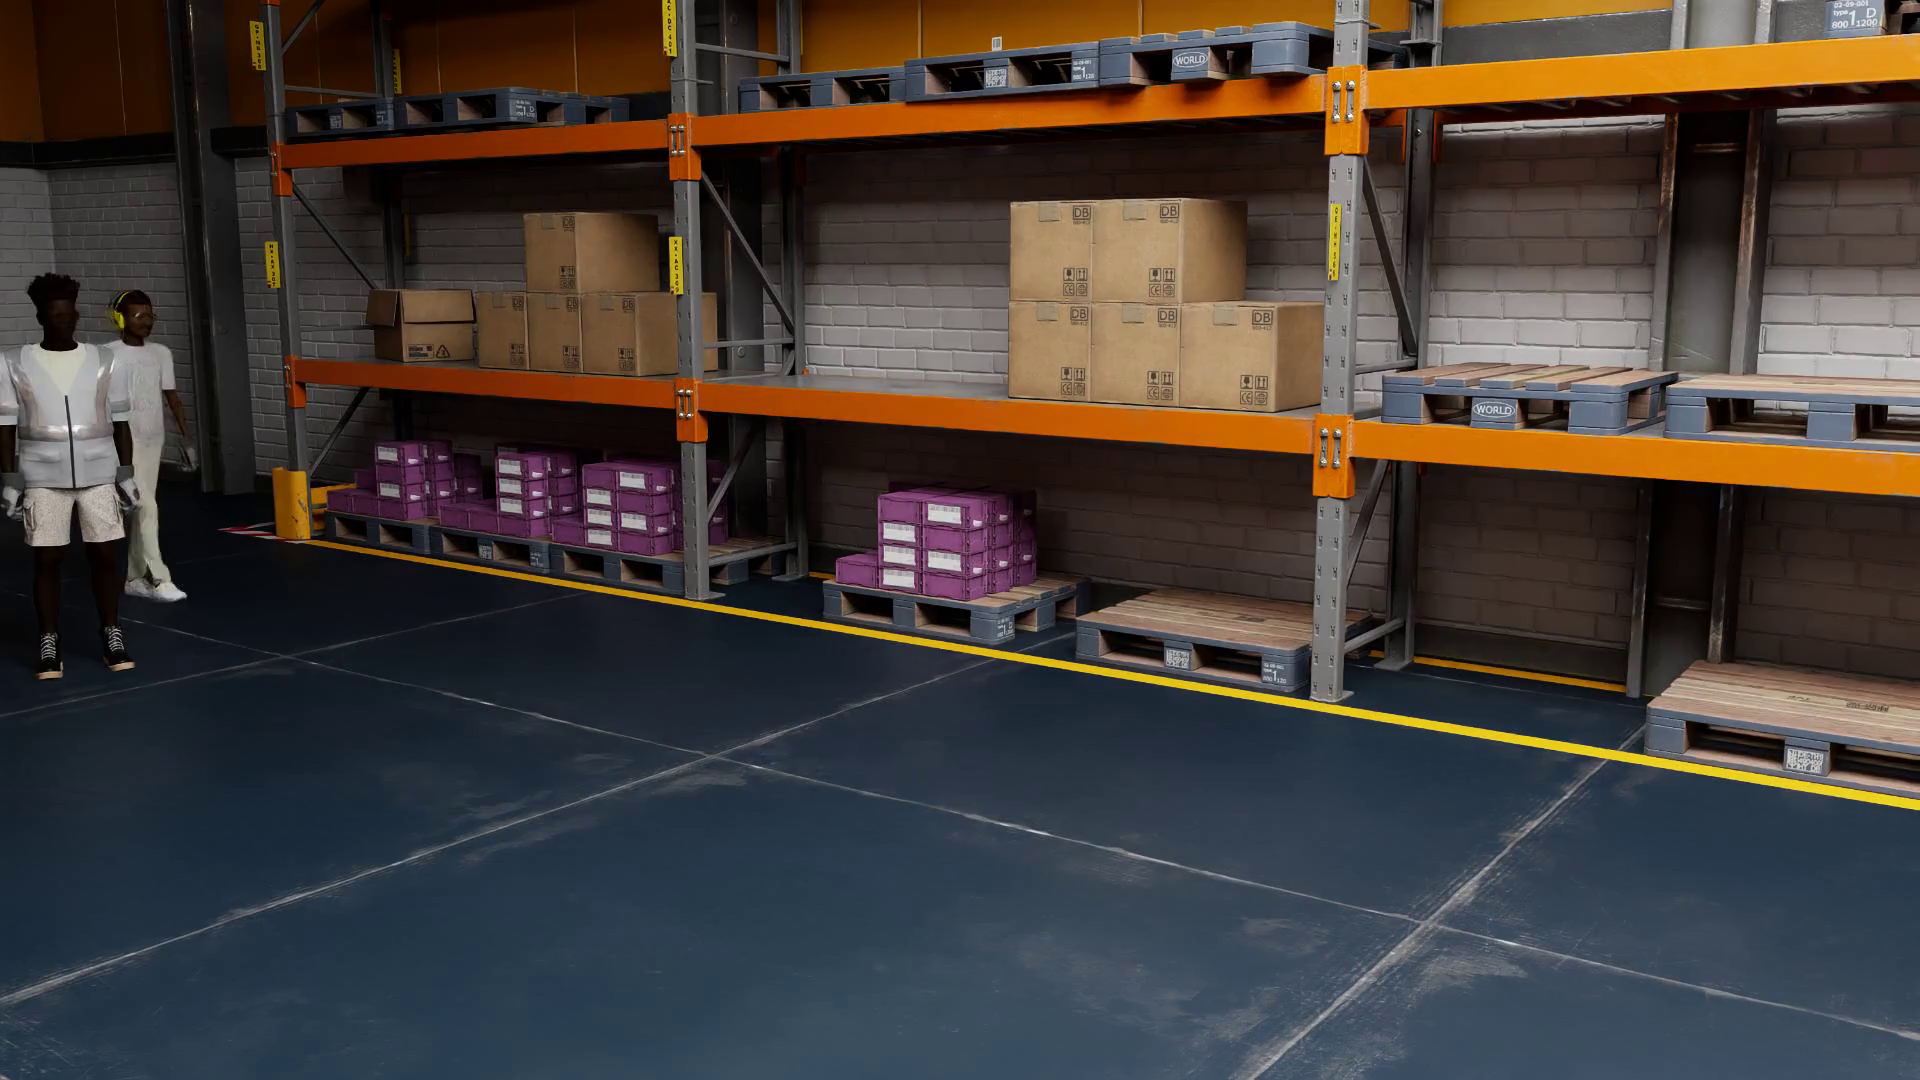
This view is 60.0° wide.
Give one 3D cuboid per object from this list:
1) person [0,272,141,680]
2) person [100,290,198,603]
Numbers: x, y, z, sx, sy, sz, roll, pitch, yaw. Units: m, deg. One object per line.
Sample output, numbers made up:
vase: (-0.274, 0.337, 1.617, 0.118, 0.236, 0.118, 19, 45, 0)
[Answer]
person: (-4.343, -0.309, 8.109, 0.613, 1.962, 0.361, -6, 11, -34)
person: (-4.769, -0.541, 9.837, 0.796, 1.841, 0.563, 5, 11, 27)
